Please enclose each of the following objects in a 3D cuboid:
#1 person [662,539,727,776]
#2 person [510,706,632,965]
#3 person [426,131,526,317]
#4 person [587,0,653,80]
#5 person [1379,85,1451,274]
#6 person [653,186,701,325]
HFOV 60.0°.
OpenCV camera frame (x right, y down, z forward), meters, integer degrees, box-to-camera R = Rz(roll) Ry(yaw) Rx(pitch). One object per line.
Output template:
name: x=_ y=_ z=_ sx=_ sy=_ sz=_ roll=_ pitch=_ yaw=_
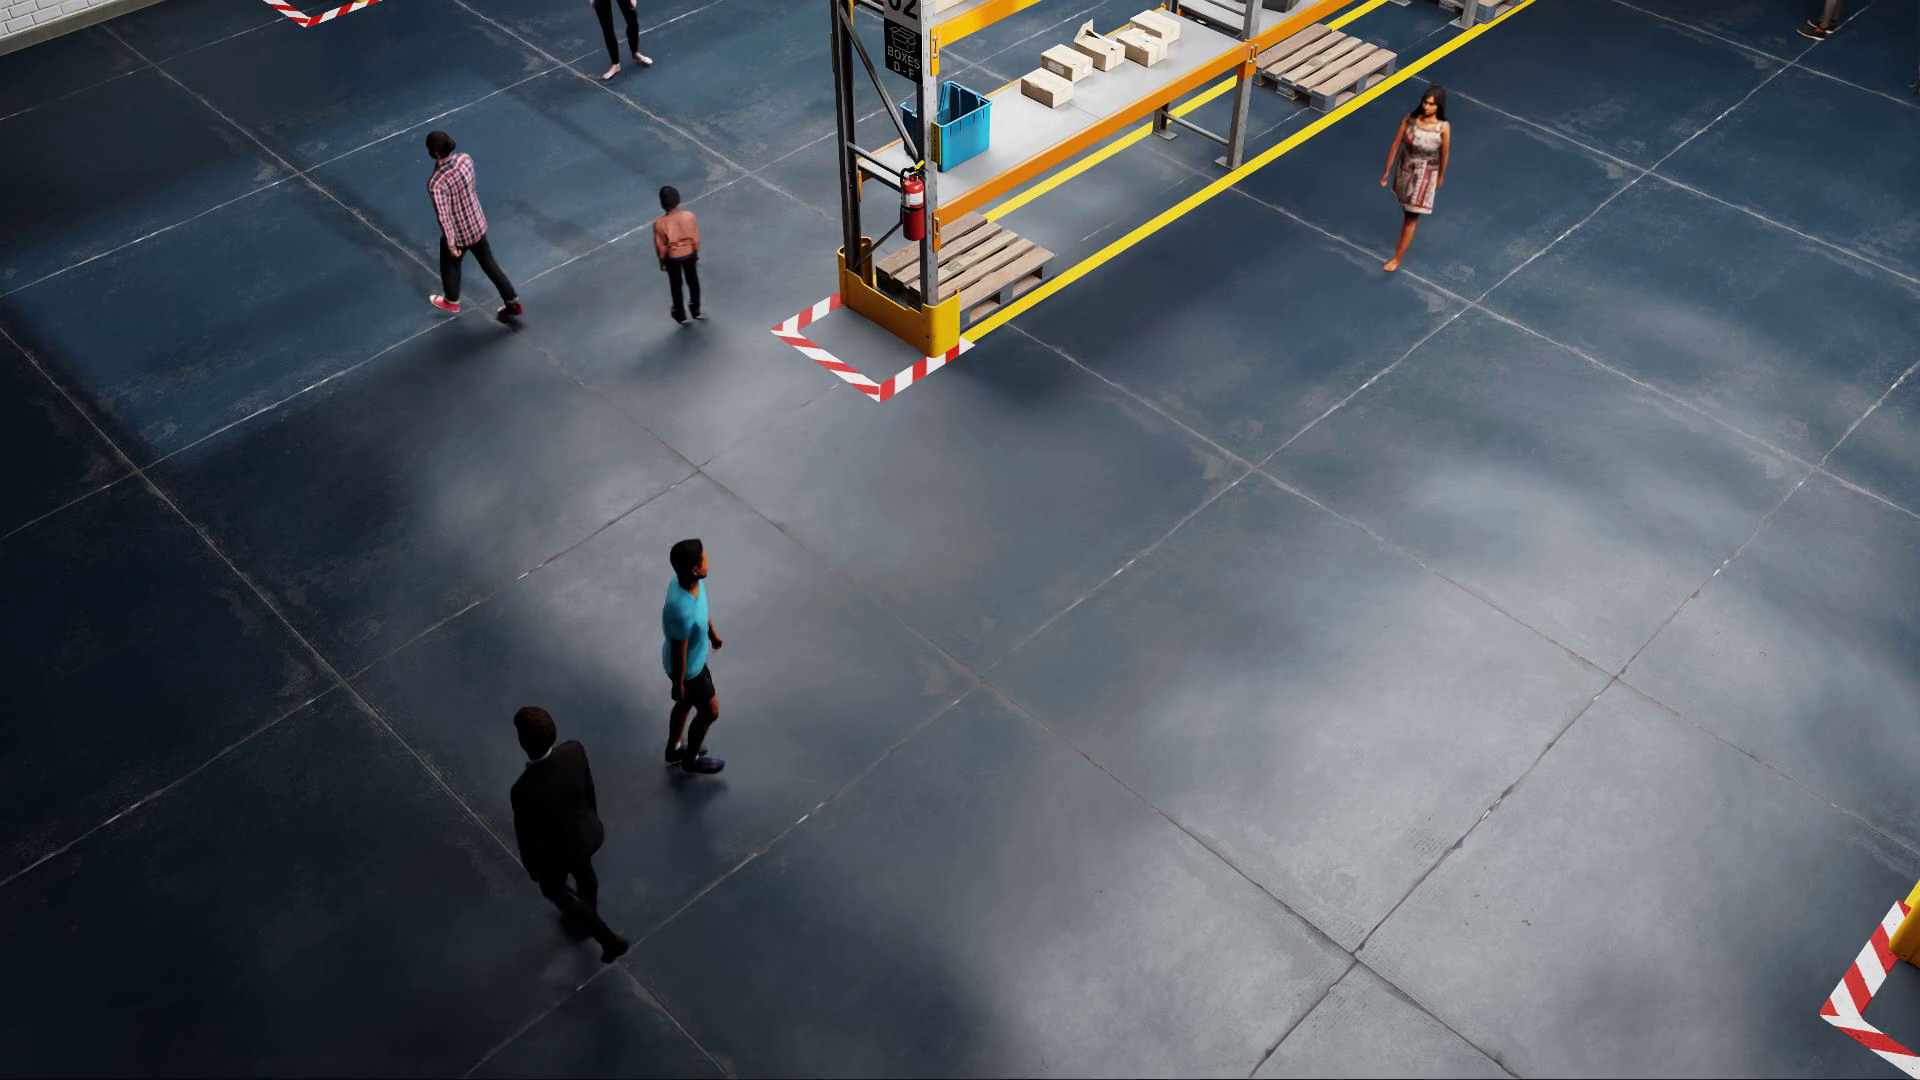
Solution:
person: x=-1.696 y=0.749 z=9.968 sx=0.853 sy=1.743 sz=0.799 roll=6 pitch=44 yaw=6
person: x=-2.073 y=1.630 z=8.945 sx=0.846 sy=1.878 sz=0.911 roll=26 pitch=49 yaw=25
person: x=-3.947 y=-2.514 z=13.396 sx=0.952 sy=1.738 sz=1.121 roll=20 pitch=47 yaw=20
person: x=-3.492 y=-5.414 z=16.456 sx=0.714 sy=1.717 sz=0.857 roll=-1 pitch=44 yaw=-1
person: x=3.920 y=-3.150 z=14.160 sx=0.753 sy=1.605 sz=1.120 roll=27 pitch=50 yaw=25
person: x=-2.287 y=-2.325 z=13.549 sx=0.533 sy=1.255 sz=0.645 roll=-17 pitch=46 yaw=-17
